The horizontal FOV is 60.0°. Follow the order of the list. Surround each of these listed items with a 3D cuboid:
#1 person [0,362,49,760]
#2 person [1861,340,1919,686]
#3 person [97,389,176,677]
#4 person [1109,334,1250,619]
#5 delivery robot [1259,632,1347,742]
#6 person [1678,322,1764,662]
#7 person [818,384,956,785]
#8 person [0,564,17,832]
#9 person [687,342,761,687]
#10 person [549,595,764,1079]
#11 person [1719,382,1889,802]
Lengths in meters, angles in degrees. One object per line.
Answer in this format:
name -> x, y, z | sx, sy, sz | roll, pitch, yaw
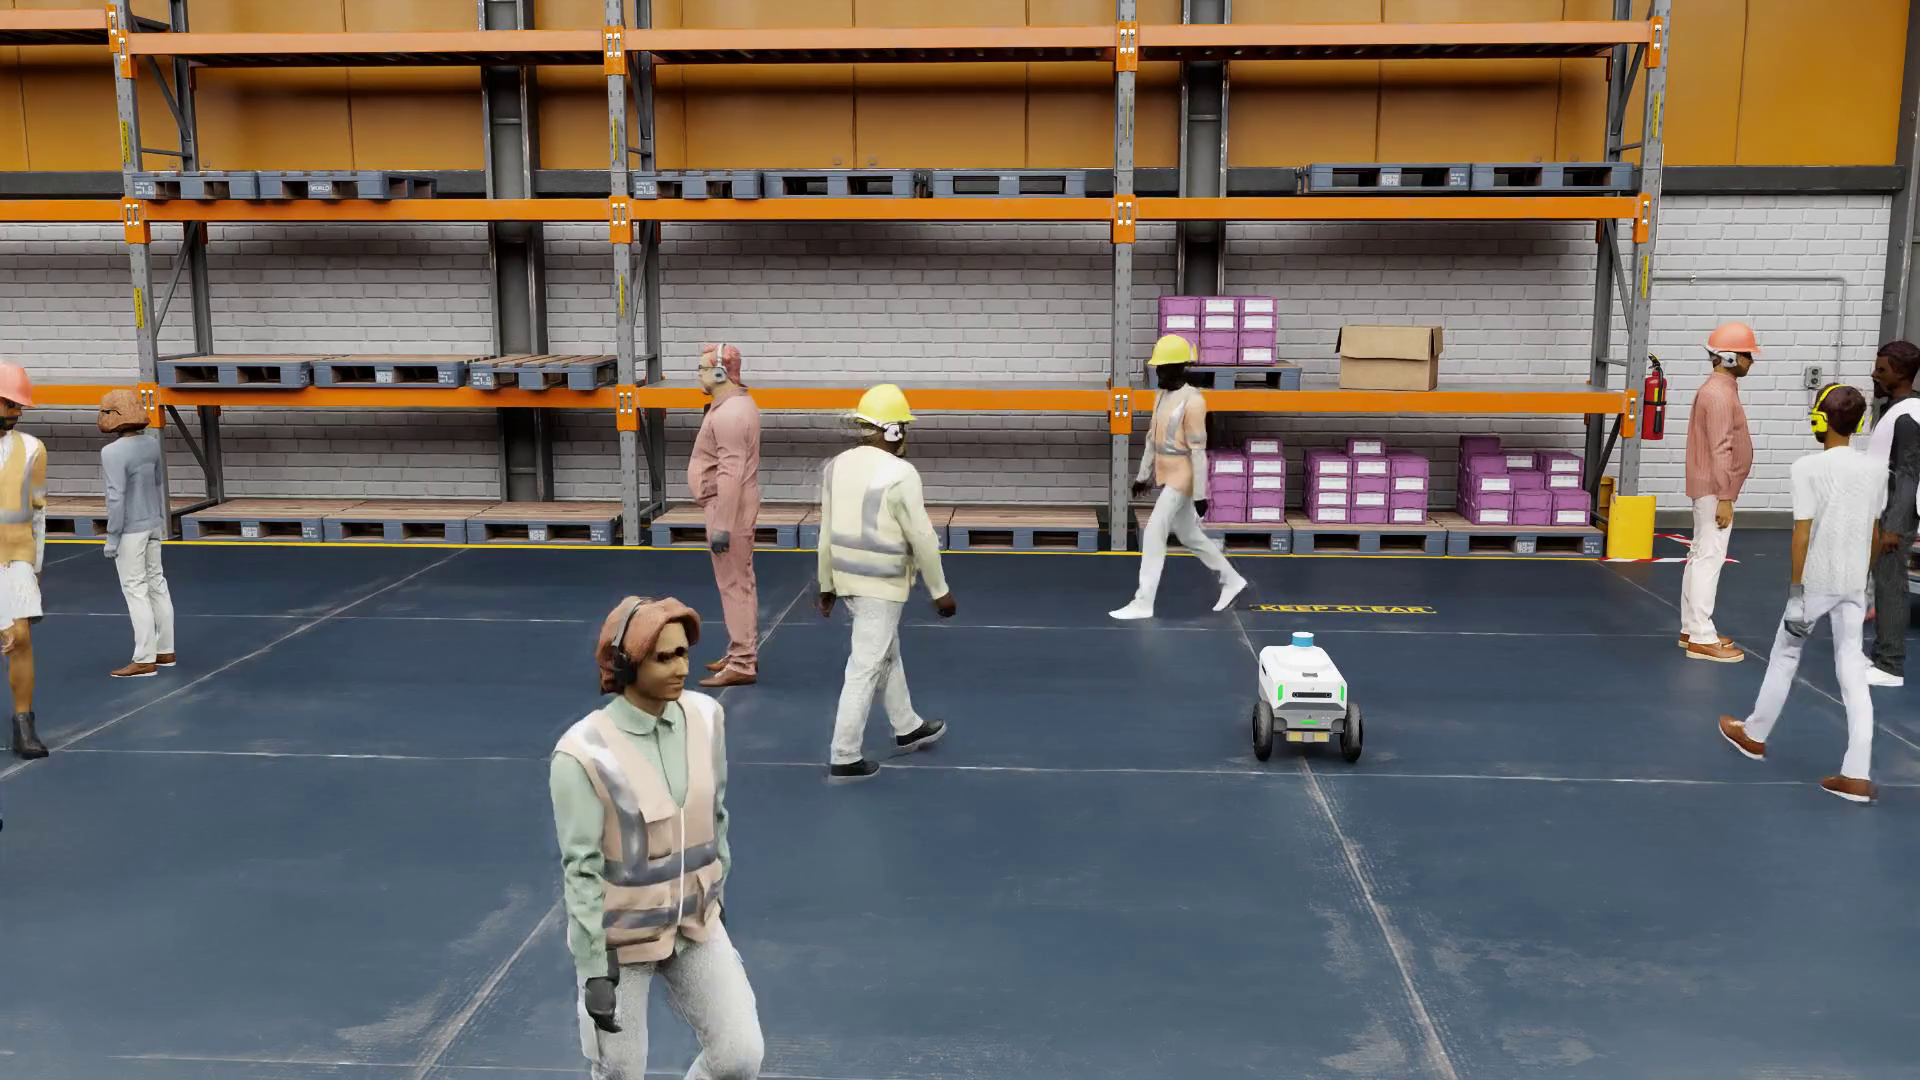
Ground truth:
person -> -4.723, 0.078, 8.084 | 0.574, 1.883, 0.956 | -8, 13, -40
person -> 5.195, -0.143, 9.244 | 0.390, 1.917, 0.593 | 4, 11, 23
person -> -4.698, -0.040, 9.461 | 0.272, 1.632, 0.507 | 1, 10, 3
person -> 1.485, -0.414, 10.934 | 0.958, 1.887, 0.592 | -2, 10, -11
delivery robot -> 1.656, 0.690, 8.068 | 0.477, 0.478, 0.707 | 1, 10, 4
person -> 4.495, -0.289, 9.864 | 0.375, 1.996, 0.611 | 3, 10, 17
person -> -0.304, 0.188, 7.653 | 0.872, 1.795, 0.606 | -7, 12, -37
person -> -4.128, 0.365, 6.637 | 0.651, 1.790, 0.606 | -7, 12, -35
person -> -1.309, -0.142, 9.266 | 0.403, 1.907, 0.649 | 0, 10, -1
person -> -0.699, 0.927, 3.824 | 0.387, 1.631, 0.517 | 8, 13, 40
person -> 3.895, 0.200, 7.522 | 0.541, 1.815, 0.989 | -2, 10, -9
